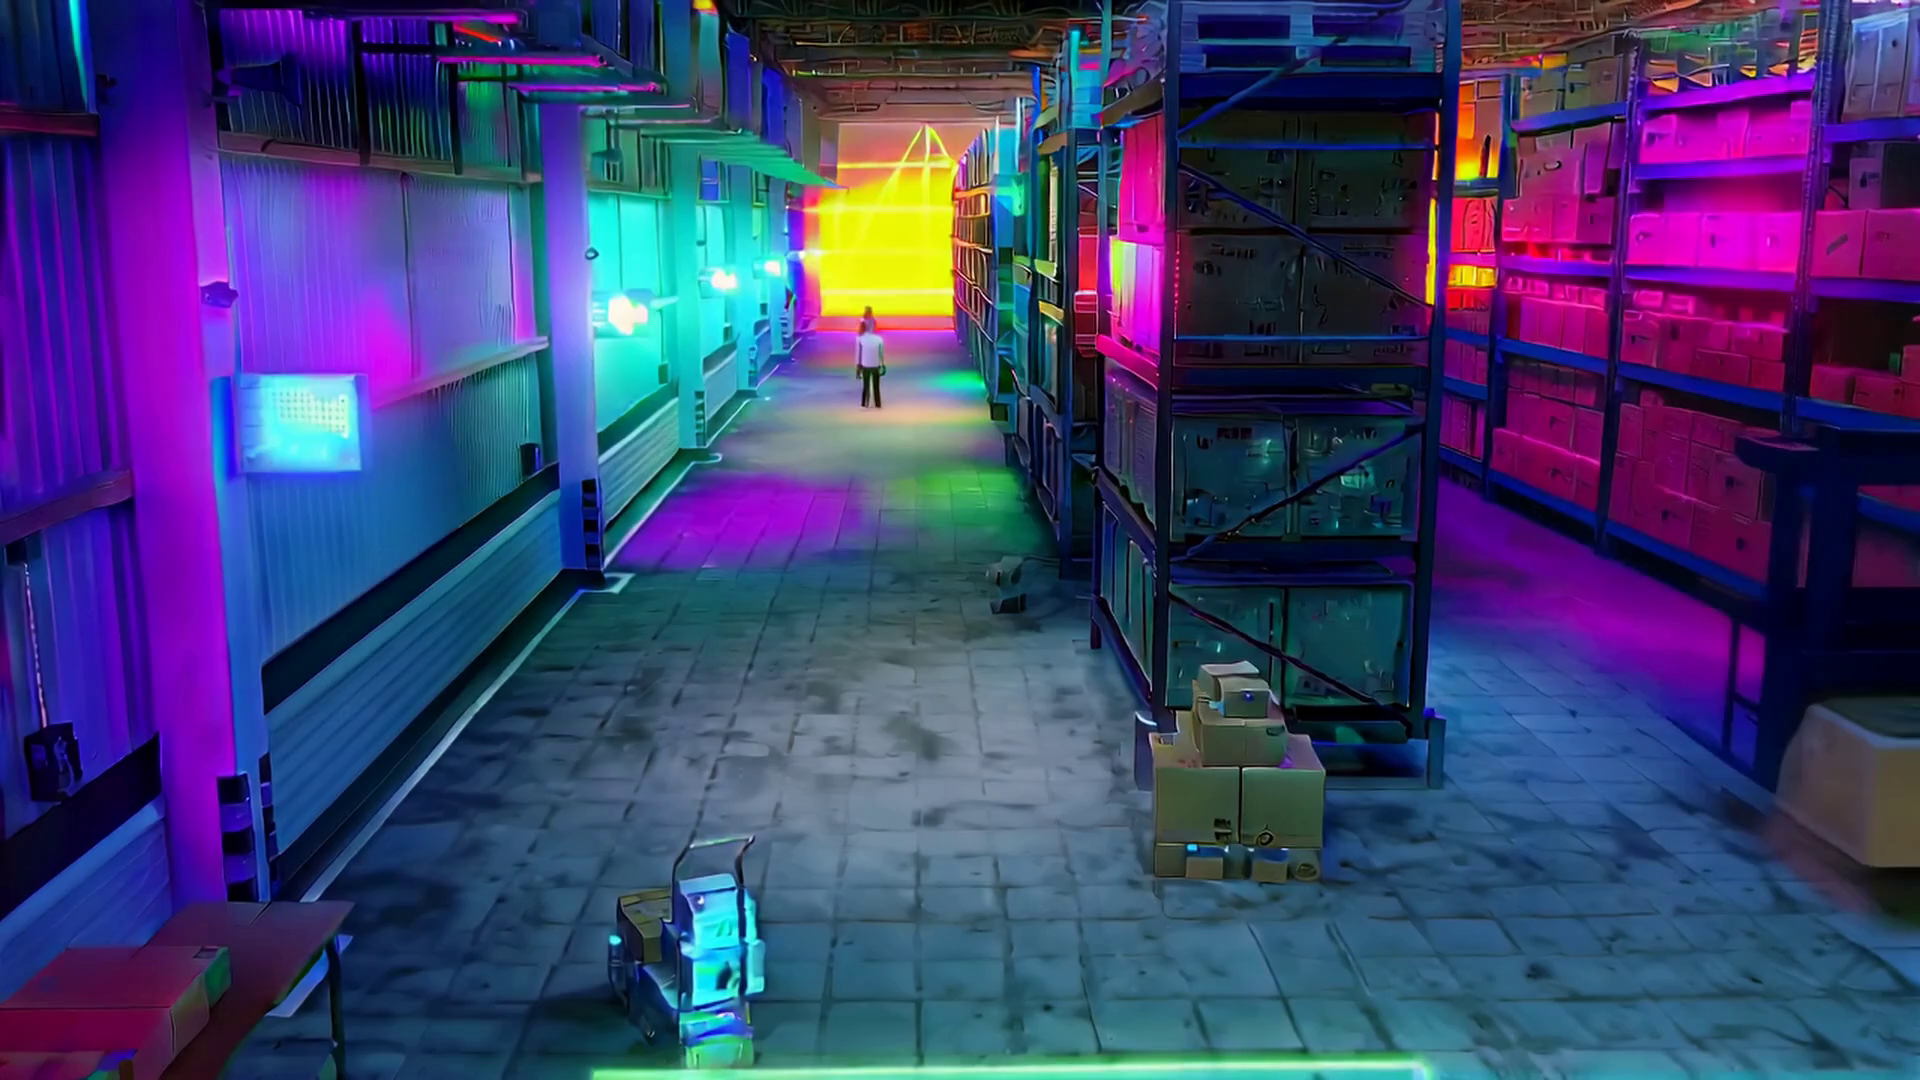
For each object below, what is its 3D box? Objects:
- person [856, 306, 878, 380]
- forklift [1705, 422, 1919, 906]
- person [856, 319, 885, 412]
[{"bbox_3d":[-2.387,-5.053,42.684,0.593,1.910,0.389,-6,12,-28],"label":"person"},{"bbox_3d":[5.784,0.656,10.438,1.129,2.768,1.873,0,11,-2],"label":"forklift"},{"bbox_3d":[-1.910,-3.715,35.517,0.616,1.988,0.406,0,11,1],"label":"person"}]
